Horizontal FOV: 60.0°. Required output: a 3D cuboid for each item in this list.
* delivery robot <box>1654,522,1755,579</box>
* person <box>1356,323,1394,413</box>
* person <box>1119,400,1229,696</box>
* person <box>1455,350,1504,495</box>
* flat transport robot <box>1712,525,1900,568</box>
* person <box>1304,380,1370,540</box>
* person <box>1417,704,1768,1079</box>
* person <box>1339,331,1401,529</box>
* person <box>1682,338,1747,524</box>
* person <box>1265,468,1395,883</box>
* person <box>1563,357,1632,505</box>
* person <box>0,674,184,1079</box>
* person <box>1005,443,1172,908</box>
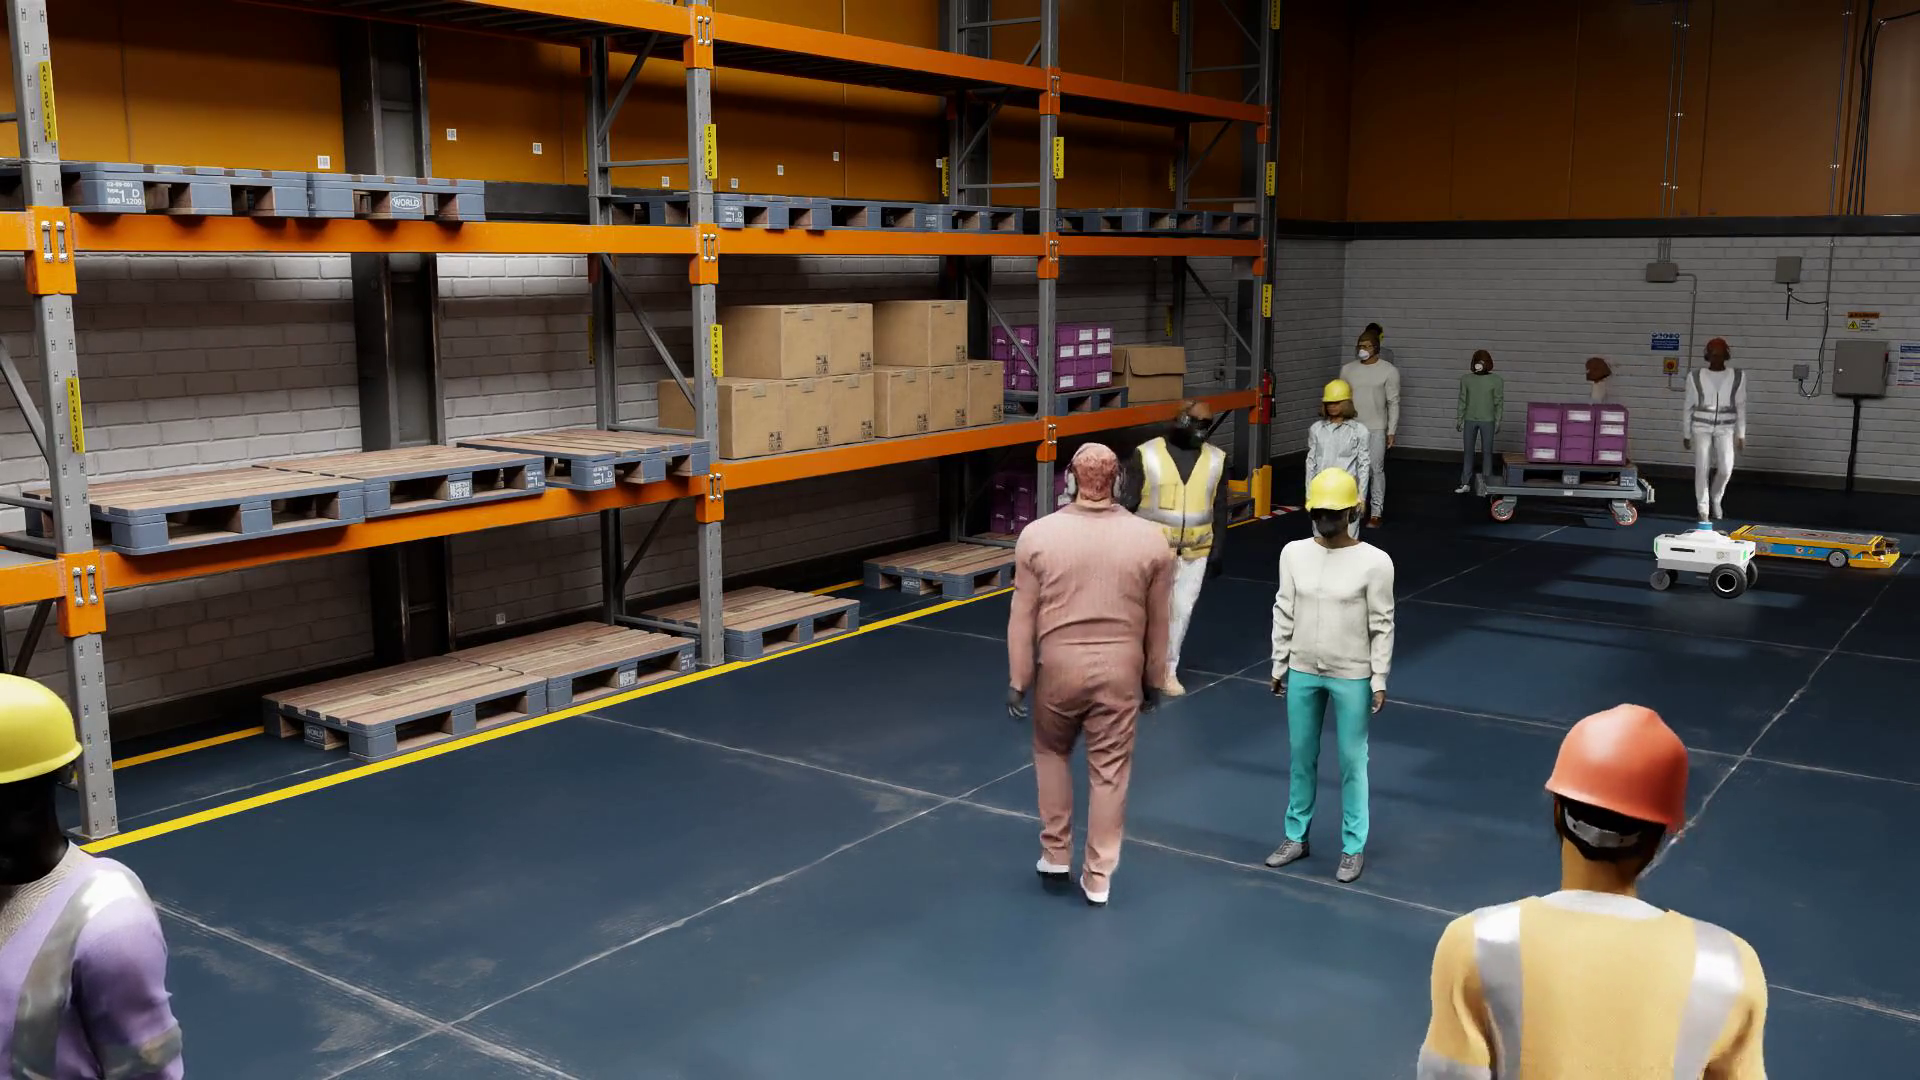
[{"bbox_3d":[5.899,0.097,13.198,0.707,0.478,0.477,7,12,35],"label":"delivery robot"},{"bbox_3d":[5.091,-1.748,20.568,0.538,1.866,0.313,7,12,35],"label":"person"},{"bbox_3d":[1.278,0.059,10.030,0.719,1.805,0.449,-1,10,-5],"label":"person"},{"bbox_3d":[5.848,-1.324,18.739,0.509,1.630,0.265,7,12,35],"label":"person"},{"bbox_3d":[7.424,0.044,14.640,1.431,0.197,0.652,7,12,35],"label":"flat transport robot"},{"bbox_3d":[2.832,-0.333,12.552,0.506,1.735,0.382,6,11,33],"label":"person"},{"bbox_3d":[1.045,1.232,2.846,0.605,1.873,1.024,3,10,16],"label":"person"},{"bbox_3d":[4.003,-1.084,16.394,0.638,1.938,0.356,7,12,35],"label":"person"},{"bbox_3d":[7.499,-1.075,16.549,0.602,1.865,0.420,3,10,18],"label":"person"},{"bbox_3d":[1.562,0.570,7.067,0.535,1.766,0.321,7,12,35],"label":"person"},{"bbox_3d":[6.856,-1.134,17.675,0.708,1.607,0.523,5,11,26],"label":"person"},{"bbox_3d":[-1.624,1.175,2.980,0.595,1.925,0.373,7,12,35],"label":"person"},{"bbox_3d":[0.519,0.537,6.882,0.682,1.885,0.625,-1,10,-4],"label":"person"}]
